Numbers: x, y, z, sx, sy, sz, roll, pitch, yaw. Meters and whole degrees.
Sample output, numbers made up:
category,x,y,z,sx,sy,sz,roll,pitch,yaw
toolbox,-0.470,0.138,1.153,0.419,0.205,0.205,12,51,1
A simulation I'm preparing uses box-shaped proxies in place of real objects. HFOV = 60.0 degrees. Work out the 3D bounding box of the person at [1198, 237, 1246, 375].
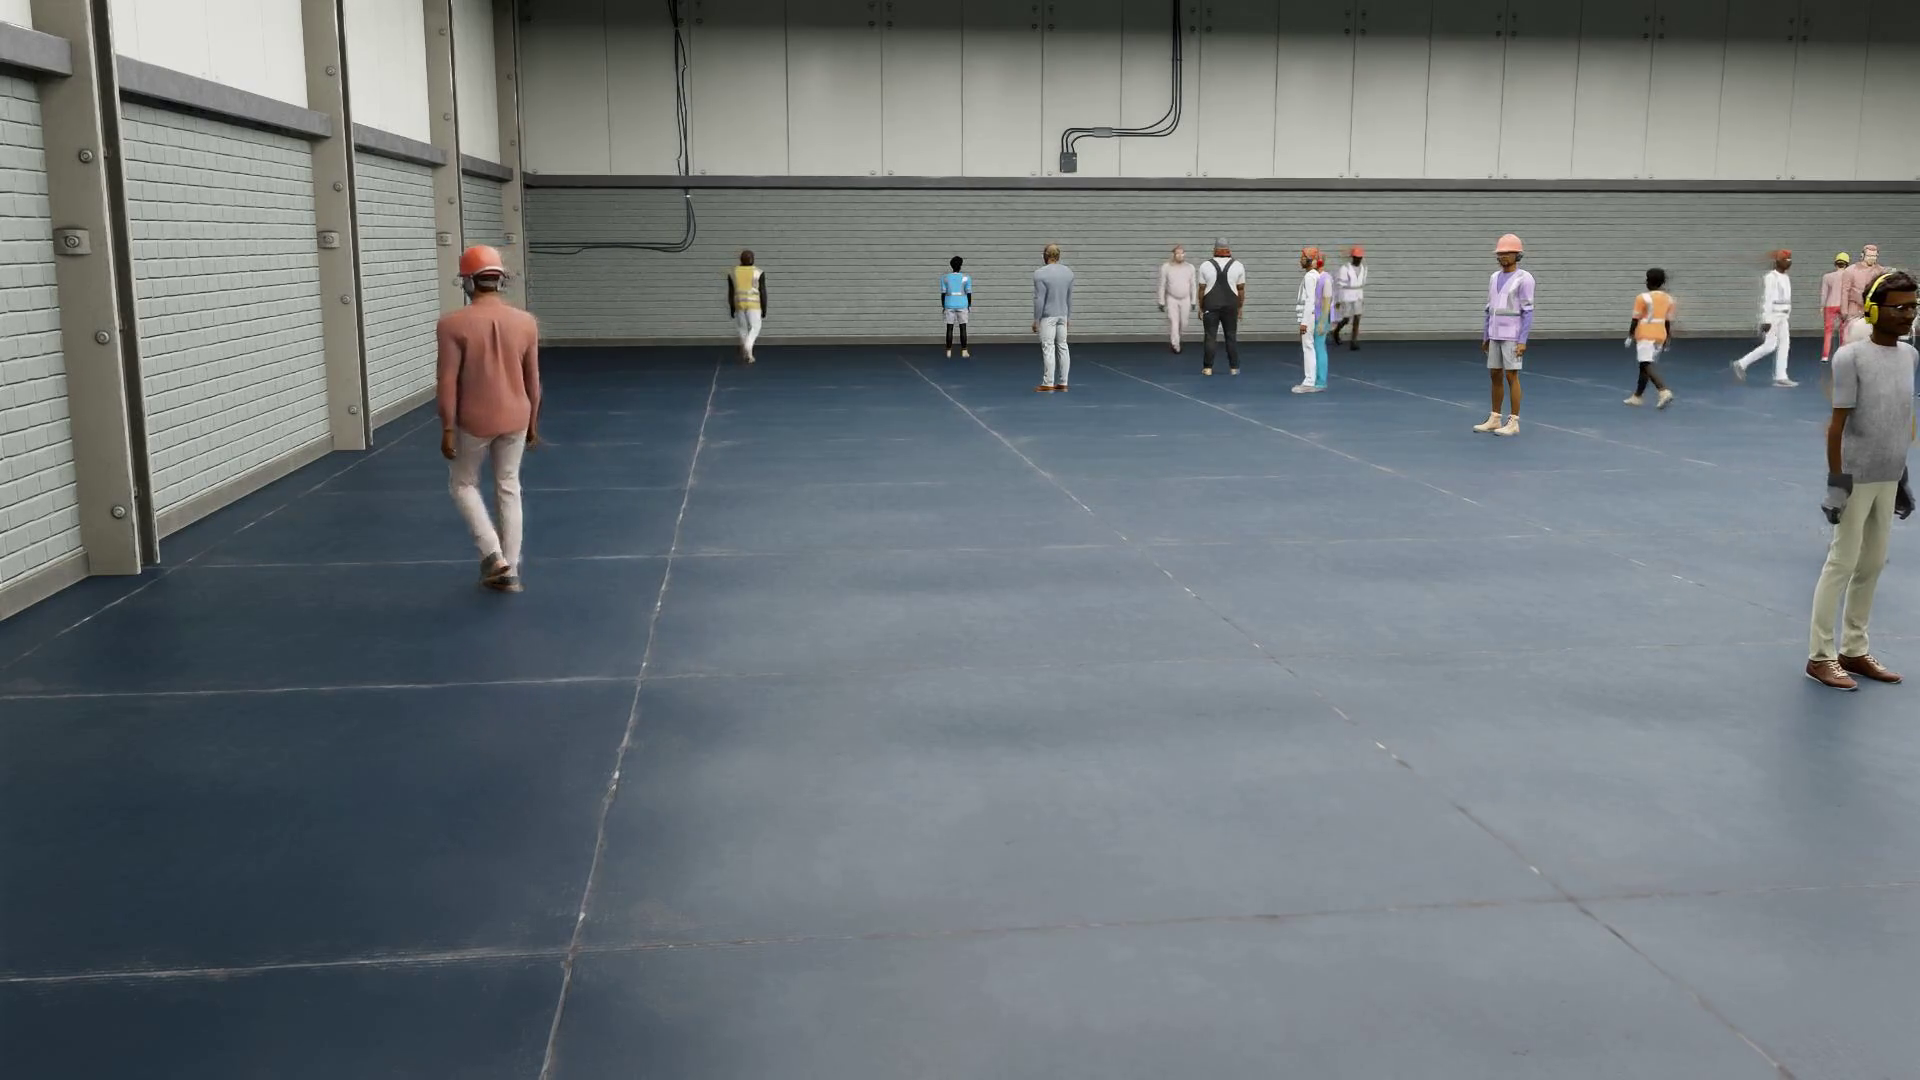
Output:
category,x,y,z,sx,sy,sz,roll,pitch,yaw
person,3.848,-3.454,24.508,0.694,2.000,0.535,1,10,6

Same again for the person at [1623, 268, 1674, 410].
category,x,y,z,sx,sy,sz,roll,pitch,yaw
person,8.198,-2.379,19.648,0.533,1.667,0.805,-5,11,-25

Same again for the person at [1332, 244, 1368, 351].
category,x,y,z,sx,sy,sz,roll,pitch,yaw
person,6.975,-4.336,29.768,0.551,1.900,0.732,-3,11,-16

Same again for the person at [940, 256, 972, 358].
category,x,y,z,sx,sy,sz,roll,pitch,yaw
person,-0.061,-3.904,27.920,0.542,1.695,0.316,1,10,6

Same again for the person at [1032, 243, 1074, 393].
category,x,y,z,sx,sy,sz,roll,pitch,yaw
person,1.195,-2.872,21.596,0.628,1.940,0.378,-7,13,-35

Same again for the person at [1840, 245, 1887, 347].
category,x,y,z,sx,sy,sz,roll,pitch,yaw
person,13.182,-3.340,24.266,0.640,1.904,0.409,0,10,2

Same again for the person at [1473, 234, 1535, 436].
category,x,y,z,sx,sy,sz,roll,pitch,yaw
person,5.555,-2.085,16.995,0.376,2.042,0.615,-4,11,-22

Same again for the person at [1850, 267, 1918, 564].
category,x,y,z,sx,sy,sz,roll,pitch,yaw
person,5.695,-0.742,10.203,0.535,1.832,0.485,-6,12,-29

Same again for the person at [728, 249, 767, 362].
category,x,y,z,sx,sy,sz,roll,pitch,yaw
person,-3.413,-3.730,26.611,0.624,1.827,0.705,2,11,12

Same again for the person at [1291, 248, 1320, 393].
category,x,y,z,sx,sy,sz,roll,pitch,yaw
person,4.535,-2.853,21.651,0.355,1.882,0.575,4,11,19

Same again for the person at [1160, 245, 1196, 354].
category,x,y,z,sx,sy,sz,roll,pitch,yaw
person,3.783,-4.189,28.966,0.642,1.888,0.802,-2,10,-9

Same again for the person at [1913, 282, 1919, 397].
category,x,y,z,sx,sy,sz,roll,pitch,yaw
person,12.529,-2.778,21.226,0.911,1.894,0.595,-7,12,-32

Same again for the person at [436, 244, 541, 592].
category,x,y,z,sx,sy,sz,roll,pitch,yaw
person,-2.678,-0.677,9.460,0.652,1.975,0.437,-8,13,-39

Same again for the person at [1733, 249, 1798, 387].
category,x,y,z,sx,sy,sz,roll,pitch,yaw
person,11.034,-3.019,22.618,0.587,1.862,0.771,-9,14,-41

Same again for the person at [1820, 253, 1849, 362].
category,x,y,z,sx,sy,sz,roll,pitch,yaw
person,14.175,-3.746,26.860,0.528,1.767,0.329,5,12,27

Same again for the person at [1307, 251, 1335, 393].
category,x,y,z,sx,sy,sz,roll,pitch,yaw
person,4.658,-2.835,21.645,0.376,1.843,0.570,-3,11,-14

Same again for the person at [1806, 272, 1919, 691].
category,x,y,z,sx,sy,sz,roll,pitch,yaw
person,4.106,-0.263,7.487,0.538,1.869,0.312,-5,11,-25
